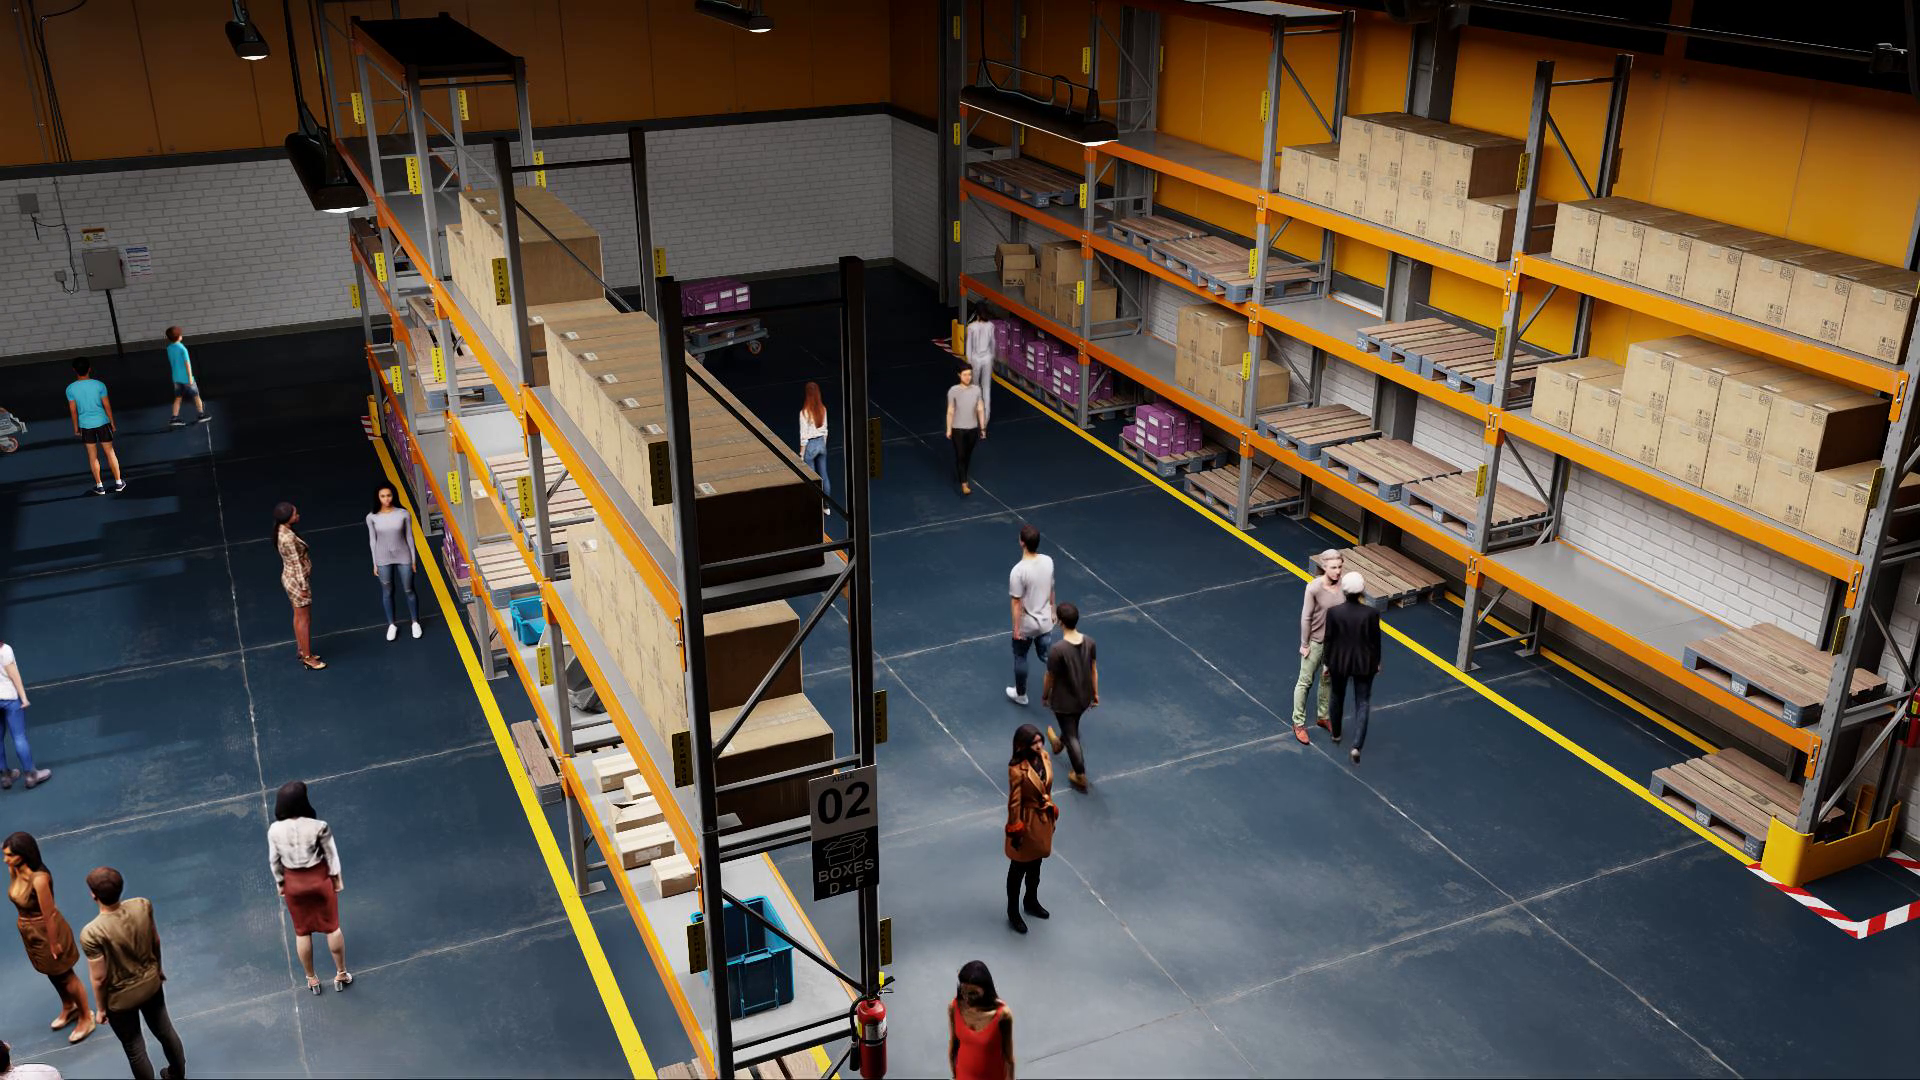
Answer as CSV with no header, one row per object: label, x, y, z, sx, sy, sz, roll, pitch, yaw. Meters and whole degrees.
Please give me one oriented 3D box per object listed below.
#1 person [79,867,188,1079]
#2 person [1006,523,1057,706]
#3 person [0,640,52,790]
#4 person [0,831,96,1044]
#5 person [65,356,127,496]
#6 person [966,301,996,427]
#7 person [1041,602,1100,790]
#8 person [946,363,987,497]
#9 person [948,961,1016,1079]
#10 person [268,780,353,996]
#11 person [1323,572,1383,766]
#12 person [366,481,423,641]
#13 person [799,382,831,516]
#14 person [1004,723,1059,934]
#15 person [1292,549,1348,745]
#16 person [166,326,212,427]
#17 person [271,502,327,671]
person,-5.413,2.936,10.873,0.781,1.851,0.749,11,26,24
person,0.755,0.790,15.772,0.840,1.859,1.145,-17,29,-34
person,-8.405,1.413,14.567,0.683,1.684,0.682,1,24,3
person,-6.341,2.740,11.531,0.601,1.683,0.699,15,28,30
person,-10.931,-1.448,20.999,0.630,1.774,0.516,-13,27,-26
person,0.316,-2.438,23.322,0.762,1.727,1.144,-6,24,-13
person,1.018,1.405,14.603,0.668,1.669,1.056,-12,26,-25
person,0.045,-1.450,21.106,0.728,1.692,1.080,-6,24,-14
person,0.162,3.274,10.287,0.866,1.703,0.944,6,24,13
person,-4.686,2.506,11.984,0.650,1.750,0.587,-5,24,-11
person,3.384,1.075,14.168,0.981,1.783,0.951,8,25,17
person,-5.870,0.200,17.276,0.641,1.736,0.592,-5,24,-12
person,-1.780,-1.102,20.263,0.639,1.728,0.600,-21,31,-40
person,0.530,2.185,12.757,0.720,1.720,0.756,22,32,40
person,3.358,0.944,15.401,0.665,1.876,0.597,-9,25,-20
person,-10.964,-2.274,23.312,0.846,1.435,0.929,7,25,16
person,-6.624,0.453,16.625,0.664,1.794,0.512,-14,27,-28
